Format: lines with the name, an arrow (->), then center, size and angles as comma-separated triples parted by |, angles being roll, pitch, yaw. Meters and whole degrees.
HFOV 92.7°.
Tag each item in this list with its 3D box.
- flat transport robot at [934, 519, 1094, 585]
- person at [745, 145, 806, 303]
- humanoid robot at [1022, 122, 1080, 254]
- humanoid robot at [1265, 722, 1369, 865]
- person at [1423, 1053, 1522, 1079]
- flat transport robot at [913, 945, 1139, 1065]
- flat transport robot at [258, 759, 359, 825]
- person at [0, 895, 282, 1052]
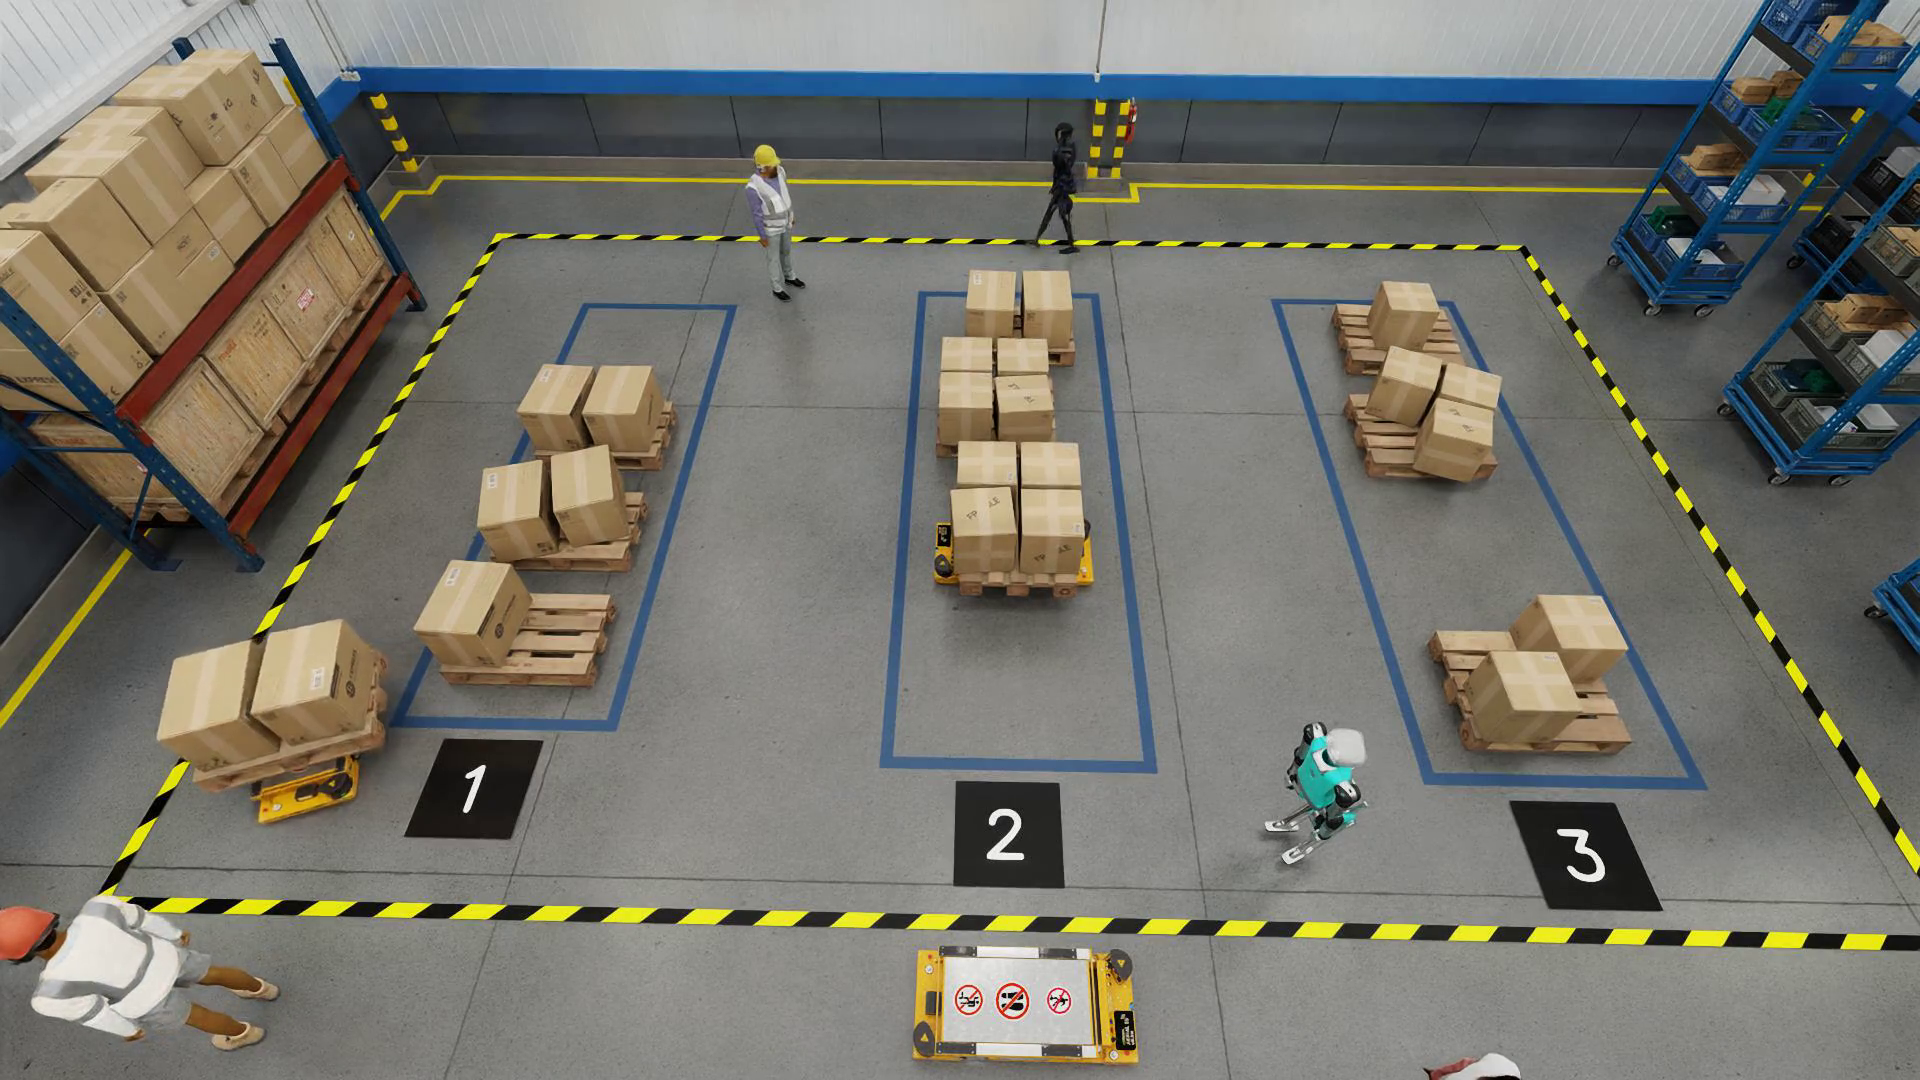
flat transport robot -> 0.490, 0.087, 8.397 | 1.431, 0.197, 0.652 | 1, 51, 1
person -> -2.083, -3.593, 10.406 | 0.404, 1.829, 0.599 | 24, 55, 18
humanoid robot -> 1.156, -4.171, 10.993 | 0.722, 1.633, 0.608 | -7, 51, -6
humanoid robot -> 2.501, 1.681, 6.084 | 0.735, 1.673, 0.533 | -11, 52, -9
person -> 2.564, 3.115, 4.881 | 0.392, 1.921, 0.592 | 22, 54, 17
flat transport robot -> 0.422, 3.041, 6.007 | 1.431, 0.231, 0.659 | 1, 51, 1
flat transport robot -> -5.143, 1.471, 7.269 | 0.652, 0.197, 1.431 | -15, 52, -12
person -> -4.719, 2.531, 5.279 | 0.391, 2.041, 0.610 | -2, 51, -1
